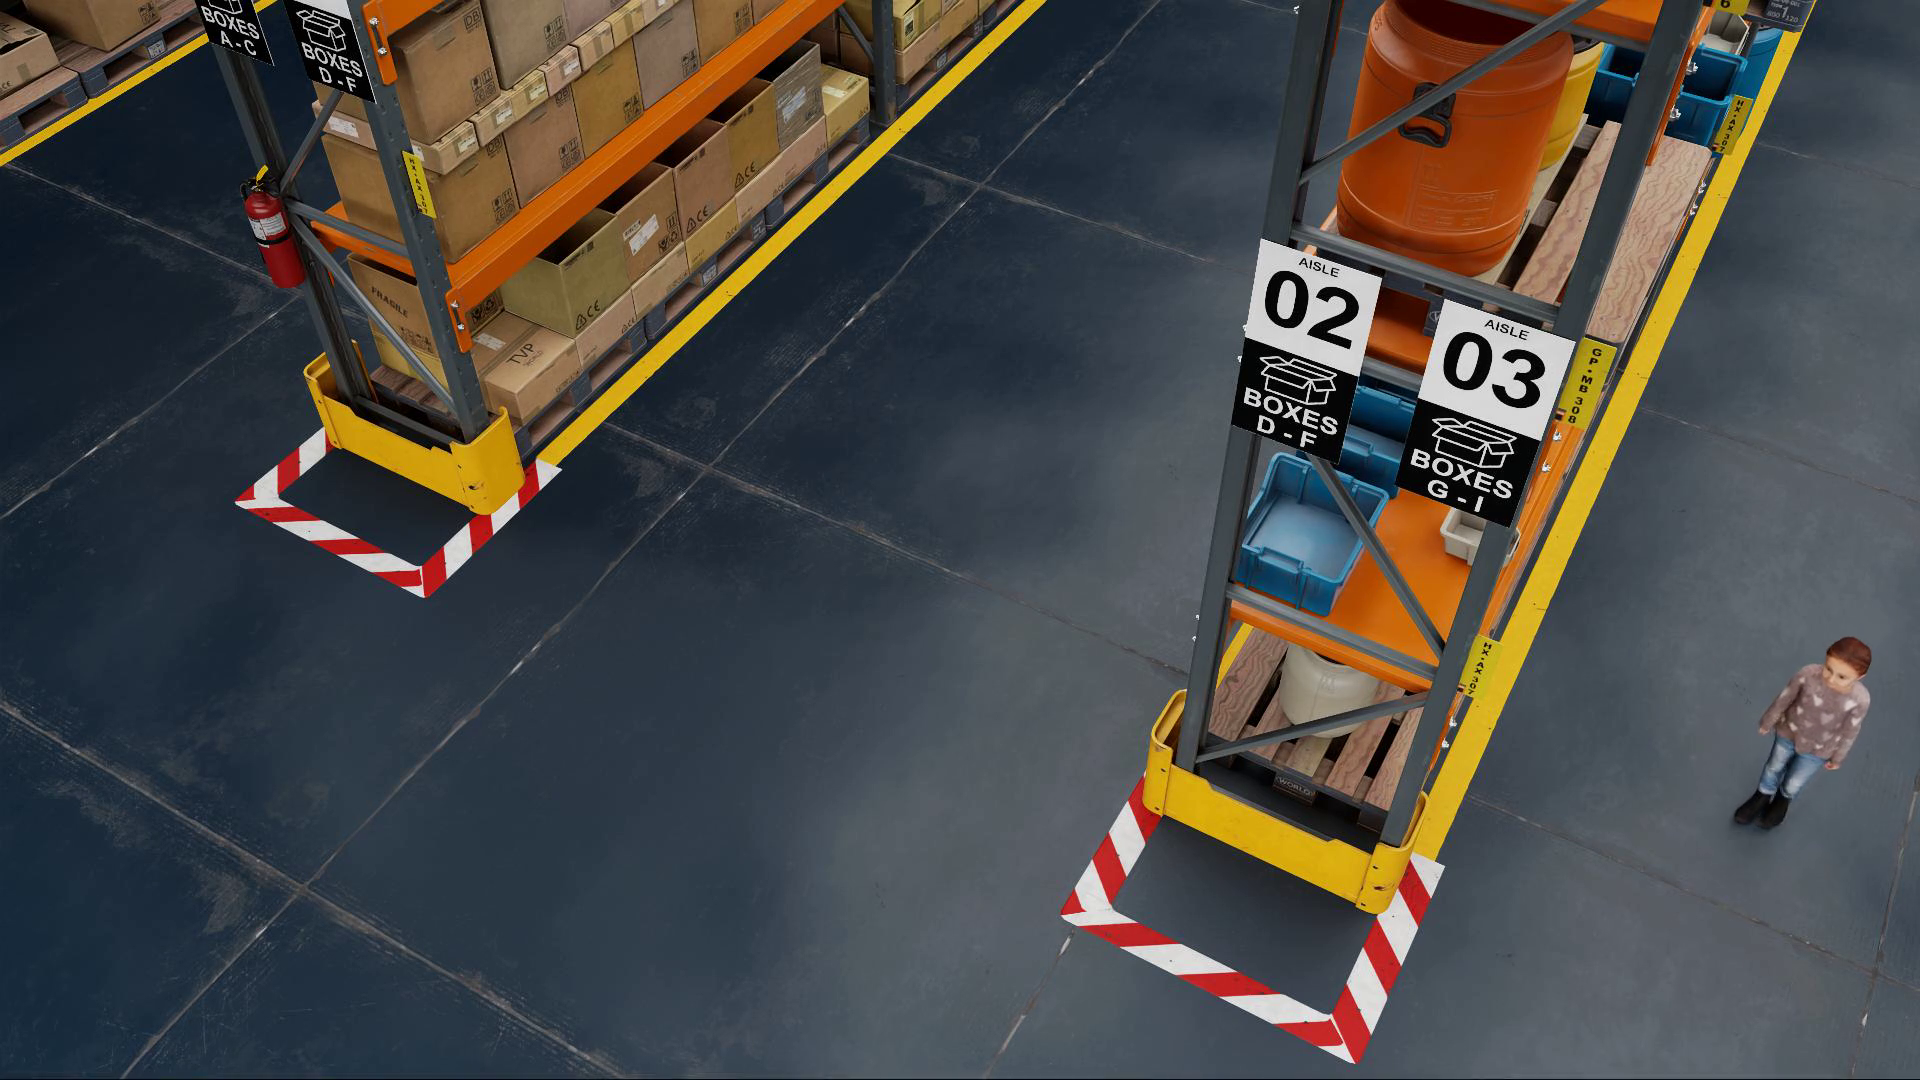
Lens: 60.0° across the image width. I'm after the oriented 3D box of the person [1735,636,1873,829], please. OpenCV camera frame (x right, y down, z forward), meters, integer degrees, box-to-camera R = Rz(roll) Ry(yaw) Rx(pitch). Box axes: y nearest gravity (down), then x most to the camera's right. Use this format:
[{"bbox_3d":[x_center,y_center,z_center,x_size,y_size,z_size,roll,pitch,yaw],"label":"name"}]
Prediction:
[{"bbox_3d":[3.638,0.801,7.084,0.560,1.189,0.558,-35,56,-28],"label":"person"}]
